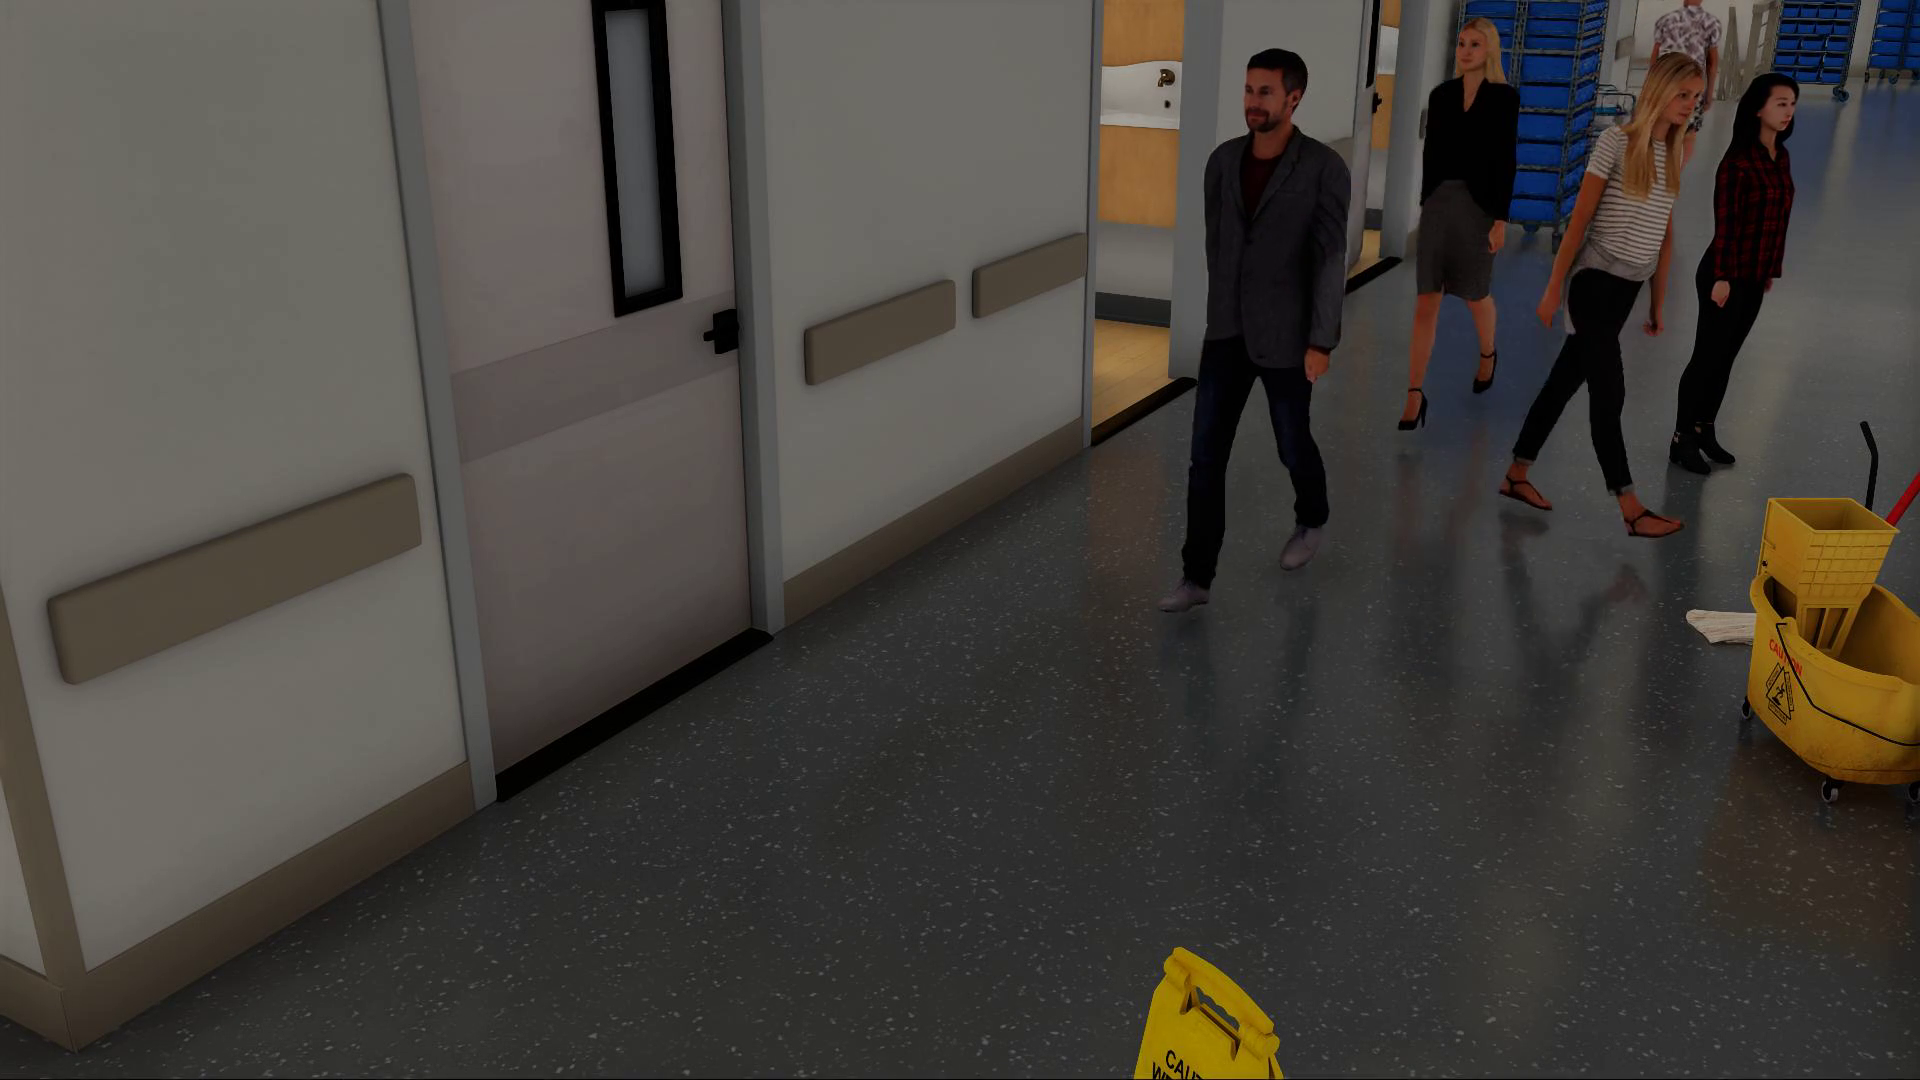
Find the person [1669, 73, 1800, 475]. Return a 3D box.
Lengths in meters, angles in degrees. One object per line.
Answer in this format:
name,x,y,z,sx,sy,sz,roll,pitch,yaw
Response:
person,3.261,-1.120,7.027,0.576,1.656,0.715,-16,26,-35

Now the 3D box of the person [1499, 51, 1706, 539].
person,2.364,-0.928,6.357,1.128,1.772,1.023,-12,24,-28

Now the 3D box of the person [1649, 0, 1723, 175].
person,5.849,-3.656,13.526,0.666,1.795,0.979,11,23,27

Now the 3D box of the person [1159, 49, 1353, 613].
person,1.069,-0.687,5.635,0.779,1.832,1.214,14,25,33

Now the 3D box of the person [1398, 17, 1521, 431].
person,2.340,-1.408,7.592,0.727,1.794,1.222,15,26,35
